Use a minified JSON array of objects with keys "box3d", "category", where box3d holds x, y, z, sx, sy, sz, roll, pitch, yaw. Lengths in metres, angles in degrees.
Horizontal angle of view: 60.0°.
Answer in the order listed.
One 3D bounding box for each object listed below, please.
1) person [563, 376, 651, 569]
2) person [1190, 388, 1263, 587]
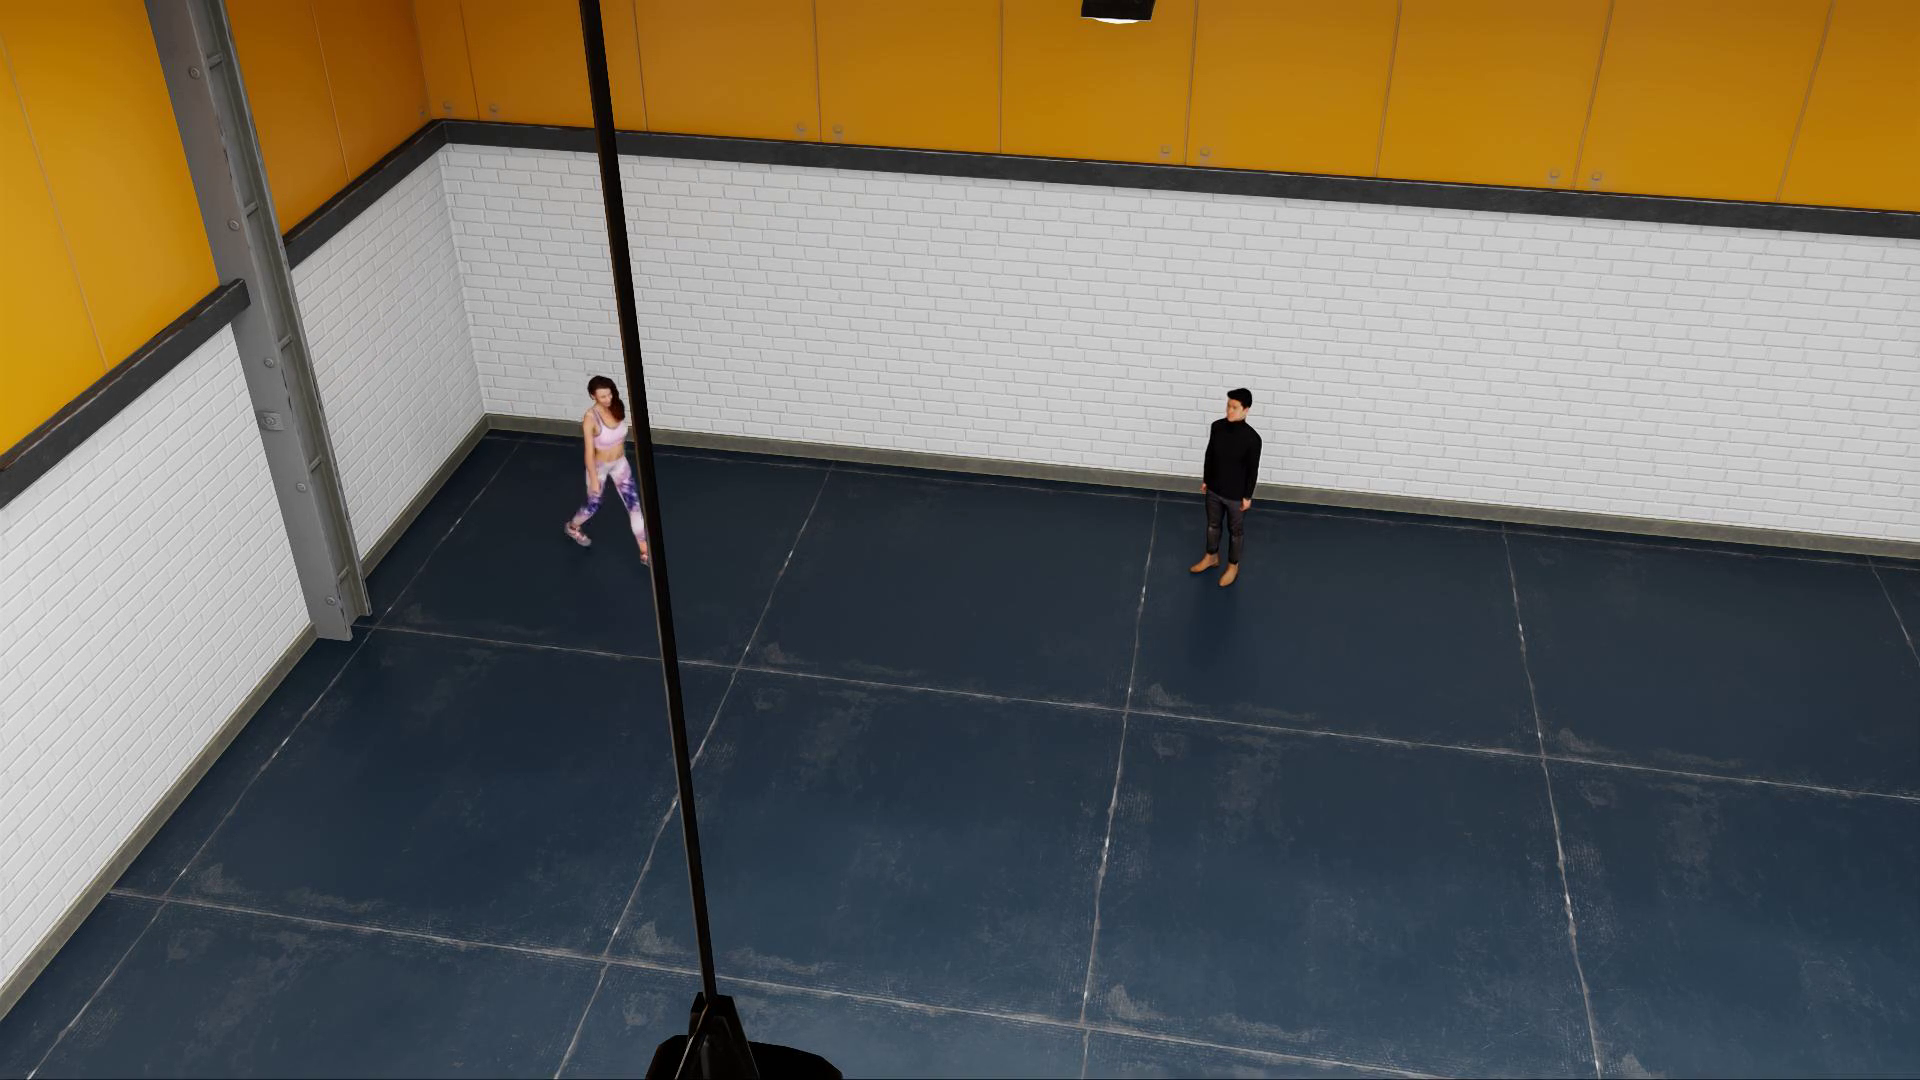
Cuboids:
[{"box3d":[-2.956,-0.581,13.620,1.053,1.728,1.224,20,39,27],"category":"person"},{"box3d":[2.170,-0.449,13.427,0.724,1.722,0.736,28,43,35],"category":"person"}]
